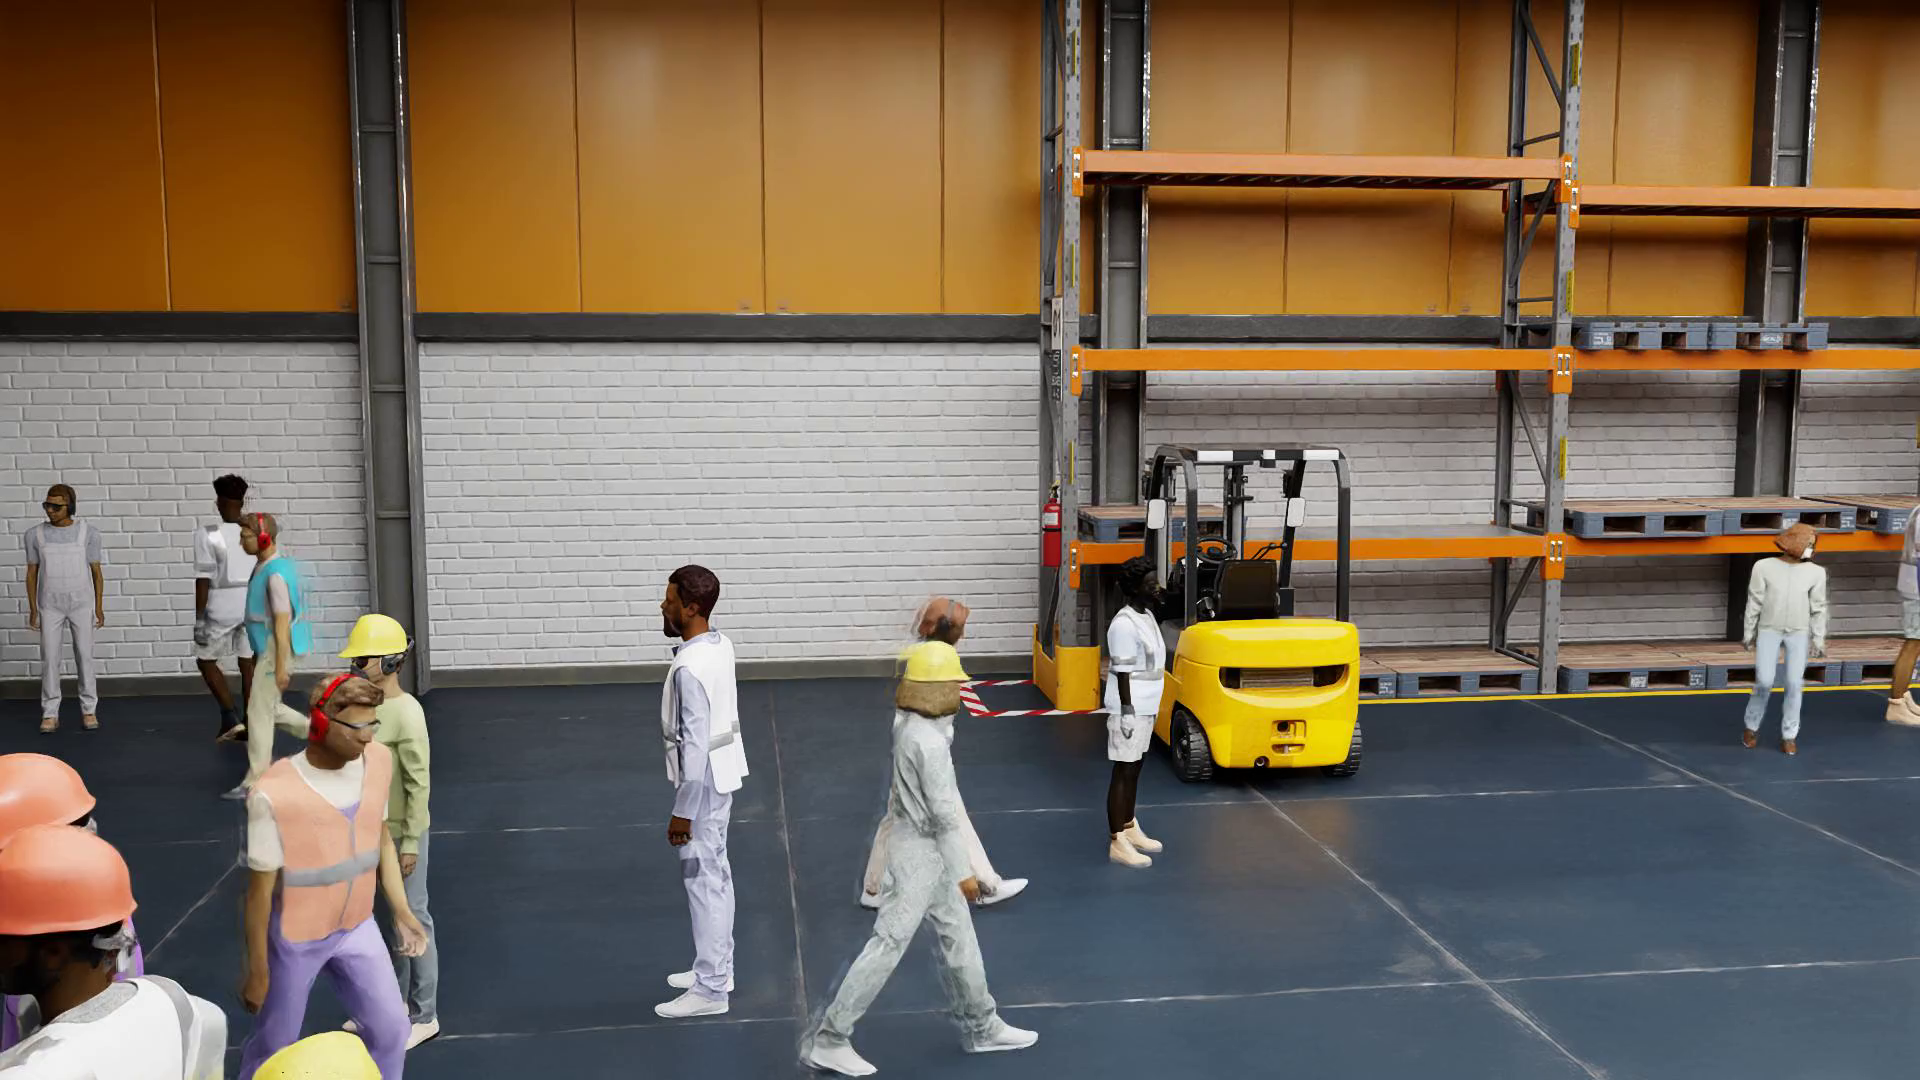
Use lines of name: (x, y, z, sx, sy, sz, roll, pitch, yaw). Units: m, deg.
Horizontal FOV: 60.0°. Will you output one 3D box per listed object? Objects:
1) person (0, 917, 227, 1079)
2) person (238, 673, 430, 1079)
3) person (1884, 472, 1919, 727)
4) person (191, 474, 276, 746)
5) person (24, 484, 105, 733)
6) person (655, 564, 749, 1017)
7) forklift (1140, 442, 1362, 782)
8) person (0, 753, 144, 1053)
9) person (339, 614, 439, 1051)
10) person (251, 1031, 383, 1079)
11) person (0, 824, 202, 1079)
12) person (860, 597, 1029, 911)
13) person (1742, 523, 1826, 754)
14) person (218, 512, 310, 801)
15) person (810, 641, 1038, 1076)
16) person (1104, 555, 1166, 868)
person: (-1.842, 1.552, 3.543, 0.367, 1.743, 0.572, 5, 8, 37)
person: (-2.071, 1.312, 5.463, 0.846, 1.779, 0.574, 3, 7, 27)
person: (7.283, 0.389, 12.504, 0.449, 2.030, 0.622, 4, 8, 33)
person: (-5.147, 0.506, 11.774, 0.430, 1.949, 0.643, 5, 8, 38)
person: (-6.608, 0.500, 12.303, 0.506, 1.843, 0.349, -3, 7, -23)
person: (-1.106, 1.056, 7.094, 0.391, 1.922, 0.593, 0, 7, 1)
forklift: (1.912, 0.418, 11.496, 1.214, 2.155, 2.313, -1, 7, -8)
person: (-2.050, 1.427, 3.822, 0.386, 1.927, 0.545, -4, 8, -32)
person: (-2.320, 1.174, 6.729, 0.315, 1.769, 0.523, -6, 9, -43)
person: (-1.109, 1.658, 2.772, 0.536, 1.709, 0.969, 6, 9, 42)
person: (-1.679, 1.492, 3.192, 0.355, 1.939, 0.552, 0, 7, 3)
person: (-0.101, 1.082, 8.298, 0.873, 1.581, 0.569, -1, 7, -9)
person: (5.772, 0.686, 11.648, 0.533, 1.613, 0.353, 1, 7, 11)
person: (-4.307, 0.717, 10.501, 0.703, 1.817, 0.582, -3, 7, -27)
person: (-0.166, 1.237, 6.498, 0.911, 1.697, 0.497, -1, 7, -5)
person: (0.968, 0.929, 9.176, 0.320, 1.697, 0.531, 2, 7, 20)
